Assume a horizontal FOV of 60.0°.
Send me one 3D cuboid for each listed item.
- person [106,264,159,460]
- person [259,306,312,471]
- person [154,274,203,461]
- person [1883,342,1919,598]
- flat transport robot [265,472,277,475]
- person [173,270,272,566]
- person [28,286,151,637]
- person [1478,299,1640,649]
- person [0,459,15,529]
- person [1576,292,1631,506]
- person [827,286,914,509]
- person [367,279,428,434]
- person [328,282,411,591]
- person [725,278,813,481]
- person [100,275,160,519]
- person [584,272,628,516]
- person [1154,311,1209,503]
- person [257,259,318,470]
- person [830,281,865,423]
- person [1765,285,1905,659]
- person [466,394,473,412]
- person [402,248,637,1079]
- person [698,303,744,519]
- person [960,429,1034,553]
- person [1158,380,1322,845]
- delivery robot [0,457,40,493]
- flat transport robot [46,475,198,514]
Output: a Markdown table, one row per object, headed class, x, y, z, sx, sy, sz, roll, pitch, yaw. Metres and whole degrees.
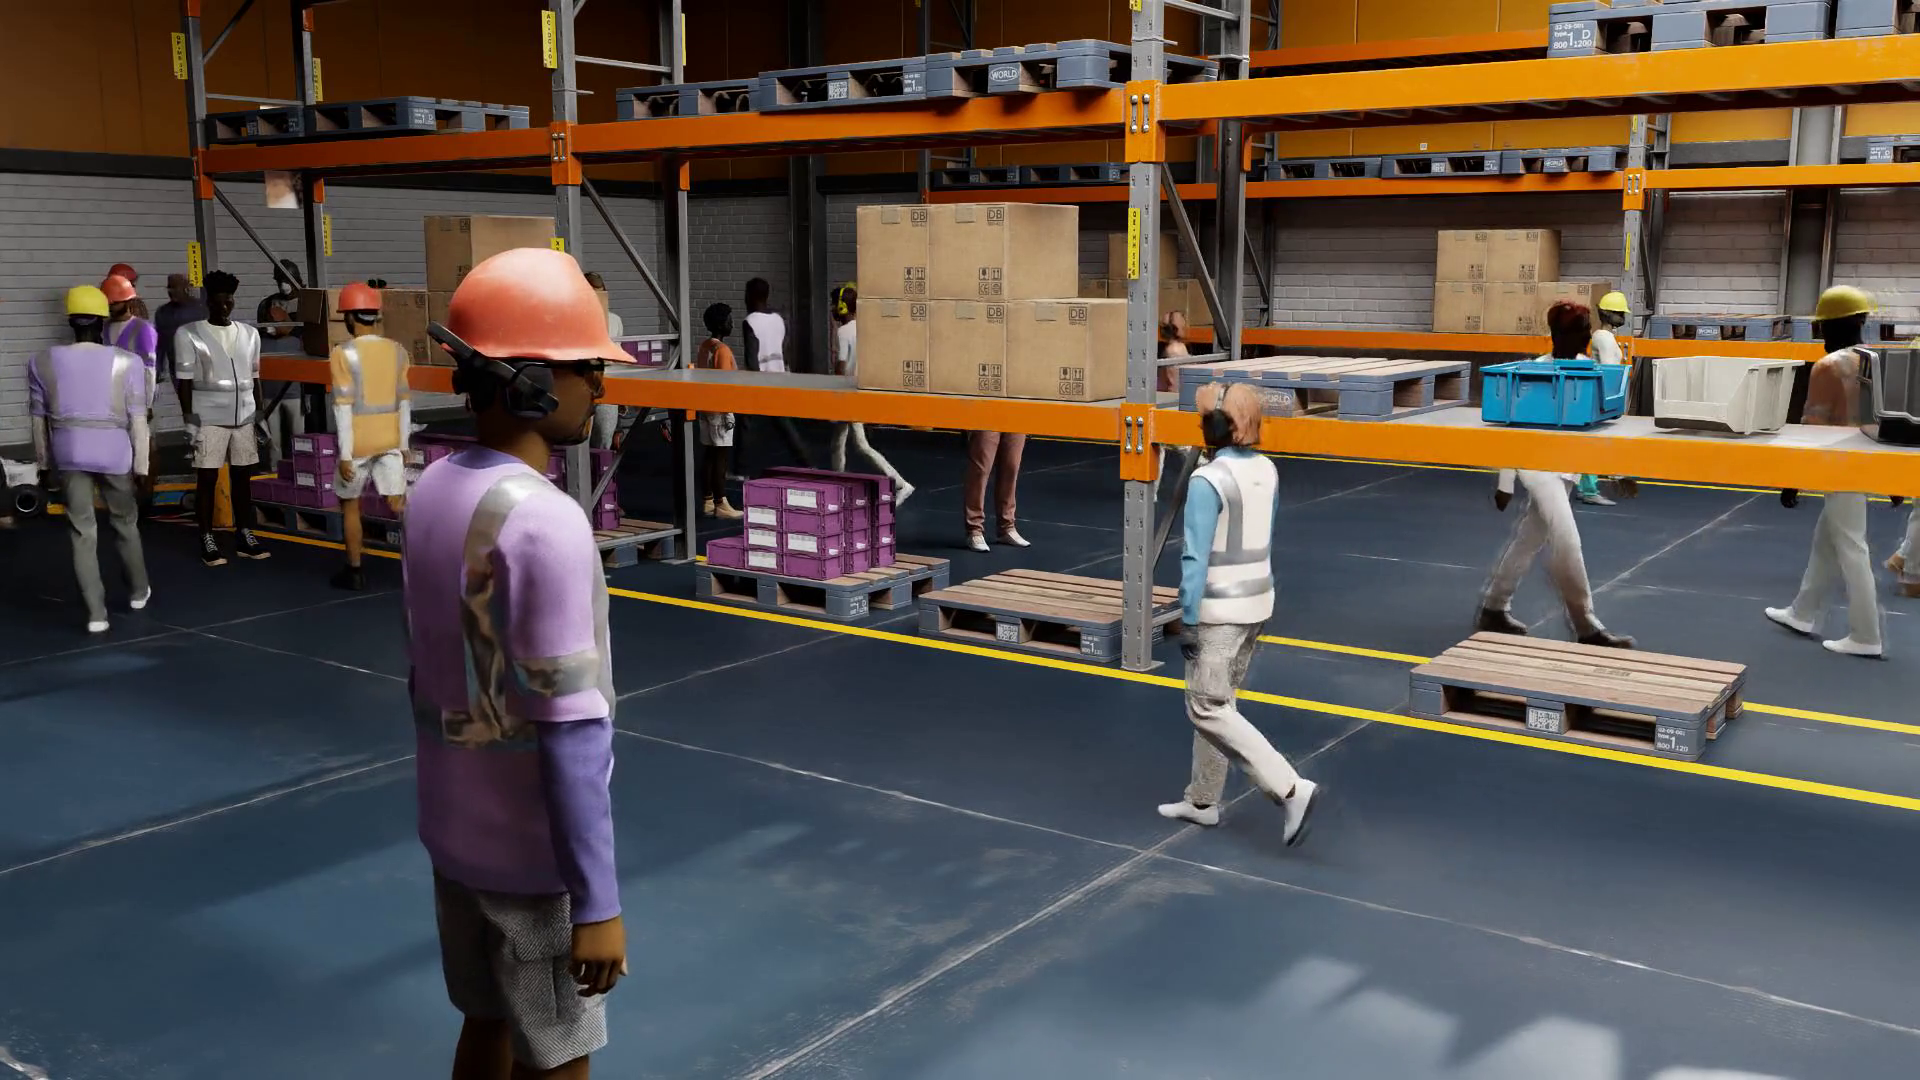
| class | x | y | z | sx | sy | sz | roll | pitch | yaw |
| --- | --- | --- | --- | --- | --- | --- | --- | --- | --- |
| person | -8.390 | -1.786 | 16.832 | 0.395 | 1.992 | 0.629 | -9 | 13 | -42 |
| person | -5.885 | -1.211 | 14.463 | 0.501 | 1.633 | 0.289 | 0 | 10 | -1 |
| person | -7.900 | -1.745 | 16.907 | 0.648 | 1.883 | 0.733 | 3 | 10 | 15 |
| person | 5.821 | -0.542 | 9.893 | 0.446 | 1.829 | 0.658 | 5 | 11 | 30 |
| flat transport robot | -5.319 | -0.493 | 14.237 | 1.431 | 0.197 | 0.652 | -7 | 12 | -36 |
| person | -4.925 | -0.817 | 11.147 | 0.378 | 1.958 | 0.600 | 7 | 12 | 37 |
| person | -4.799 | -0.454 | 9.229 | 0.603 | 1.879 | 0.966 | -4 | 10 | -21 |
| person | 3.118 | -0.335 | 8.695 | 0.579 | 1.830 | 1.018 | -7 | 12 | -38 |
| person | -7.611 | -0.972 | 12.518 | 0.919 | 1.796 | 0.577 | 2 | 10 | 10 |
| person | 5.362 | -1.172 | 13.840 | 0.326 | 1.765 | 0.530 | 2 | 10 | 11 |
| person | -0.812 | -1.138 | 13.499 | 0.921 | 1.831 | 0.558 | 3 | 10 | 17 |
| person | -6.742 | -2.103 | 19.236 | 1.006 | 1.817 | 0.531 | -8 | 12 | -40 |
| person | -3.503 | -0.597 | 10.011 | 0.913 | 1.907 | 0.556 | 7 | 12 | 34 |
| person | -1.771 | -1.446 | 15.146 | 1.007 | 1.876 | 0.599 | 5 | 11 | 28 |
| person | -6.517 | -1.104 | 13.017 | 0.602 | 1.910 | 0.437 | 4 | 10 | 23 |
| person | -2.885 | -1.122 | 13.042 | 0.373 | 1.935 | 0.628 | 9 | 13 | 43 |
| person | 1.811 | -1.090 | 13.797 | 0.749 | 1.613 | 0.521 | 3 | 10 | 19 |
| person | -6.465 | -1.688 | 16.095 | 0.676 | 2.000 | 0.536 | -1 | 10 | -6 |
| person | -1.366 | -2.329 | 20.727 | 0.526 | 1.769 | 0.328 | -2 | 10 | -14 |
| person | 4.519 | -0.368 | 8.676 | 0.617 | 1.883 | 0.882 | -5 | 11 | -28 |
| person | -3.941 | -1.273 | 14.353 | 0.614 | 1.794 | 0.475 | -2 | 10 | -13 |
| person | -0.742 | 0.520 | 2.934 | 0.394 | 2.041 | 0.612 | -7 | 12 | -36 |
| person | -1.894 | -1.012 | 13.089 | 0.316 | 1.695 | 0.541 | -5 | 11 | -26 |
| person | 0.277 | -0.870 | 11.627 | 0.651 | 1.904 | 0.401 | -7 | 12 | -36 |
| person | 0.968 | 0.261 | 5.737 | 0.636 | 1.620 | 0.521 | 8 | 12 | 38 |
| delivery robot | -7.617 | -0.485 | 13.068 | 0.707 | 0.478 | 0.477 | -5 | 11 | -28 |
| flat transport robot | -6.646 | -0.389 | 13.618 | 1.431 | 0.197 | 0.652 | -4 | 10 | -24 |
